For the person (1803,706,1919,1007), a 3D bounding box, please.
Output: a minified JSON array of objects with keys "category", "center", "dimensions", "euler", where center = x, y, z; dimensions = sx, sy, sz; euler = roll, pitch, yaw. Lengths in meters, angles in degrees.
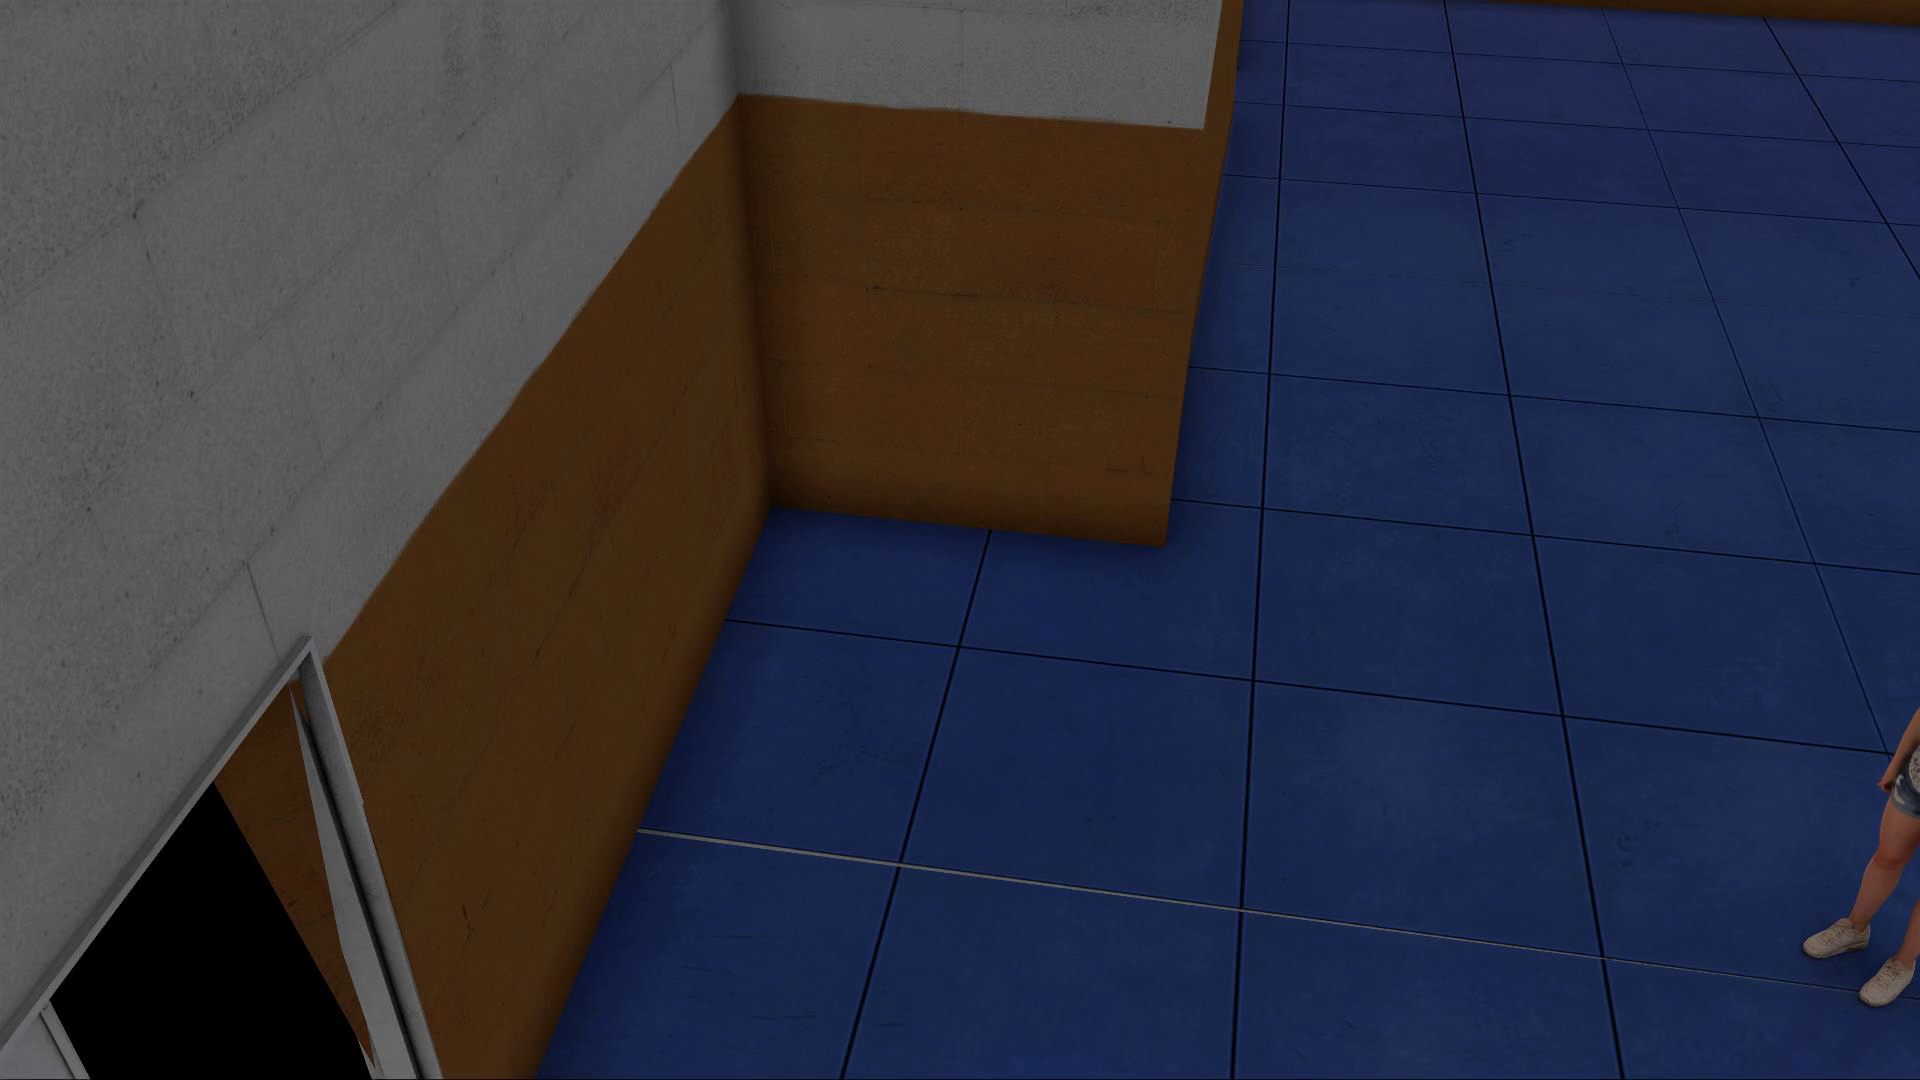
[{"category":"person","center":[3.345,0.881,5.612],"dimensions":[0.692,1.759,0.662],"euler":[-17,40,-21]}]
